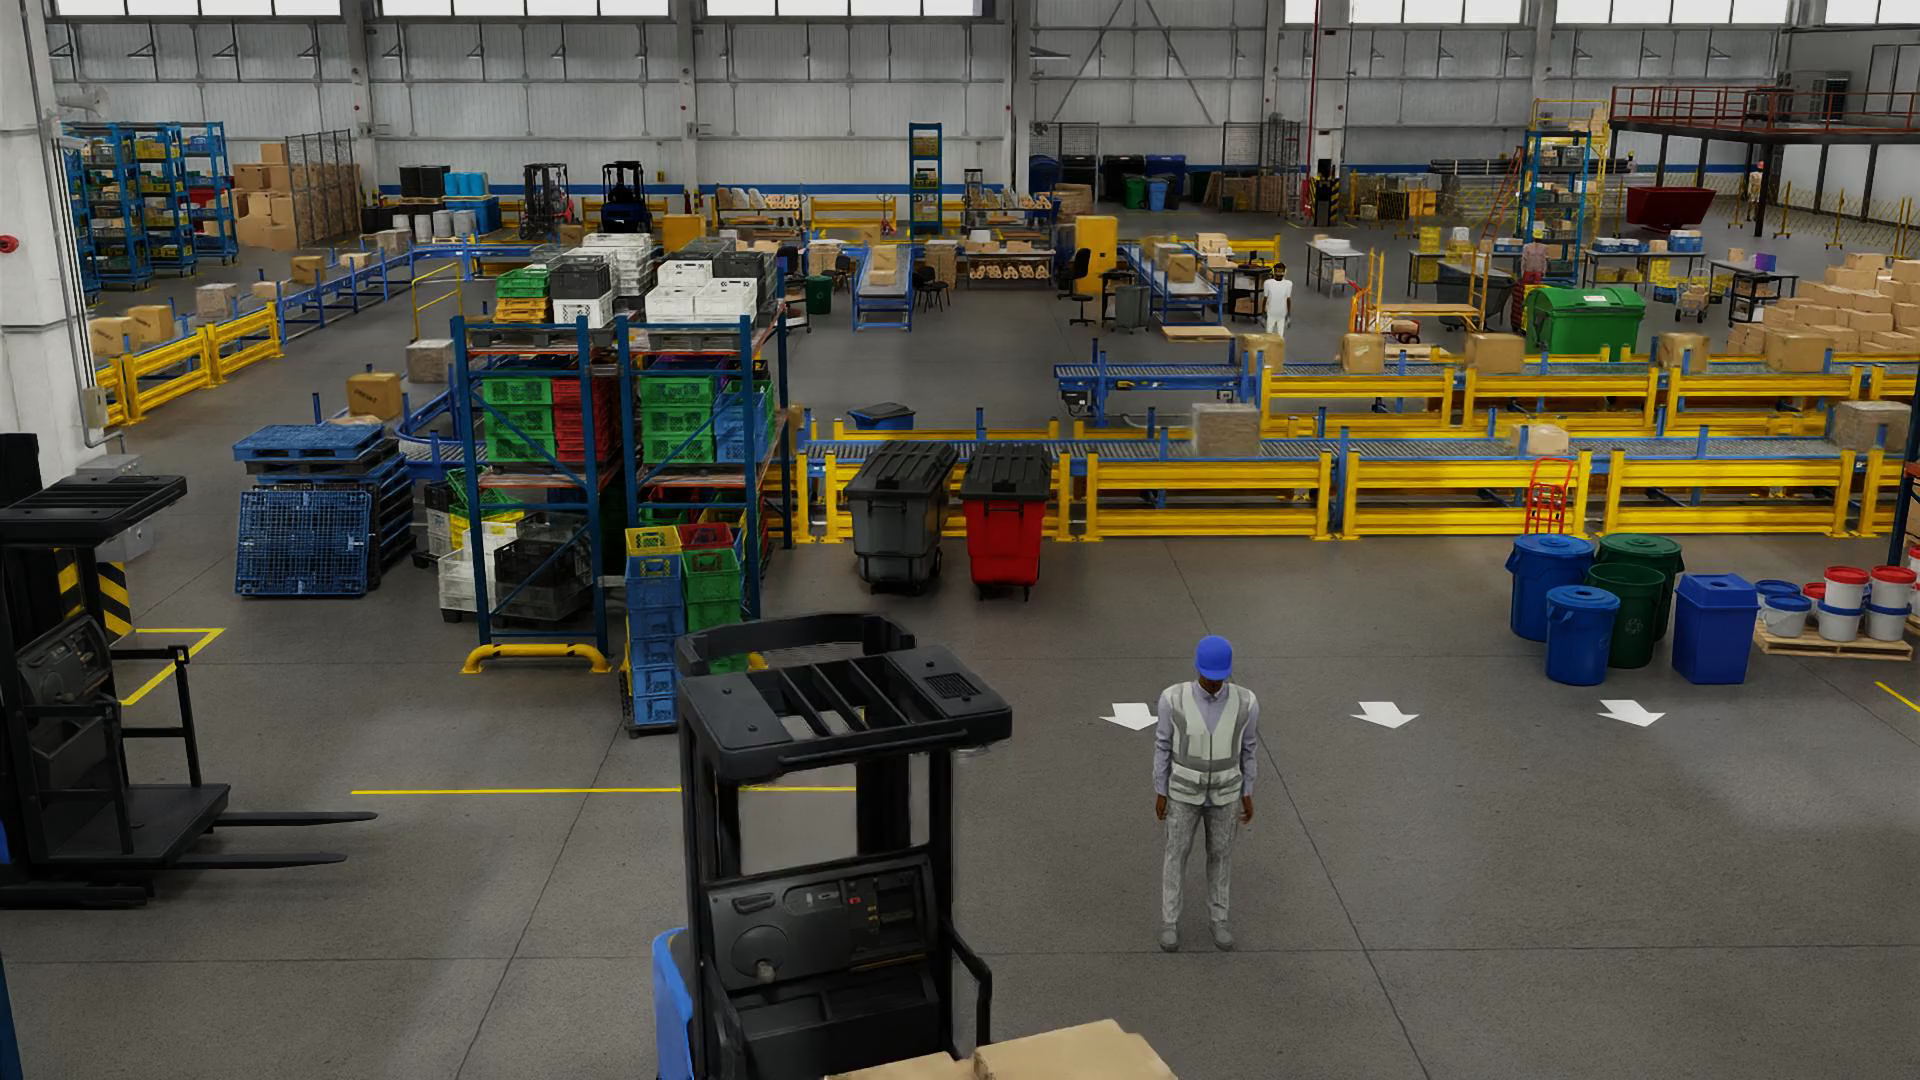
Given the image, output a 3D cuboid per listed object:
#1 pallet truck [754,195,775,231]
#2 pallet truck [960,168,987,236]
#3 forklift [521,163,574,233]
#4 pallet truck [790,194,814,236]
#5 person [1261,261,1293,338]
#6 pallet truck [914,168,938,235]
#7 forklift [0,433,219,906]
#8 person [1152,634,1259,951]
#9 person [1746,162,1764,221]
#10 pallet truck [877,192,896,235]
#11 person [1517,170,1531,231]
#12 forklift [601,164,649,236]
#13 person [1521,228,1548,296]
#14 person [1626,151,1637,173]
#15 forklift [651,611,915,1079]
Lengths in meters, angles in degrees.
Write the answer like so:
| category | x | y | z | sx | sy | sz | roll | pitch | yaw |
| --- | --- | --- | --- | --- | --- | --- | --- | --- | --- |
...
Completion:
| category | x | y | z | sx | sy | sz | roll | pitch | yaw |
| --- | --- | --- | --- | --- | --- | --- | --- | --- | --- |
| pallet truck | -6.051 | -9.967 | 50.660 | 0.680 | 1.201 | 1.601 | 0 | 16 | -1 |
| pallet truck | 0.383 | -10.230 | 50.206 | 0.823 | 1.965 | 1.885 | -1 | 16 | -3 |
| forklift | -12.233 | -10.122 | 49.298 | 1.157 | 1.987 | 2.680 | 0 | 16 | -1 |
| pallet truck | -4.814 | -9.883 | 50.259 | 0.704 | 1.261 | 1.522 | -1 | 16 | -3 |
| person | 5.292 | -3.725 | 27.836 | 0.508 | 1.865 | 0.329 | 0 | 16 | -1 |
| pallet truck | -0.989 | -10.316 | 50.507 | 0.823 | 1.965 | 1.885 | 1 | 16 | 3 |
| forklift | -5.952 | 0.780 | 10.366 | 1.873 | 2.768 | 1.129 | 0 | 16 | -1 |
| person | 1.421 | 1.459 | 9.679 | 0.601 | 1.941 | 0.395 | 0 | 16 | -1 |
| person | 26.033 | -11.375 | 54.309 | 0.542 | 1.931 | 0.366 | 0 | 16 | -1 |
| pallet truck | -2.277 | -9.986 | 50.594 | 0.653 | 1.274 | 1.630 | 0 | 16 | -1 |
| person | 17.368 | -10.407 | 51.030 | 0.573 | 1.883 | 0.356 | 0 | 16 | -1 |
| forklift | -9.948 | -10.127 | 49.296 | 1.157 | 1.987 | 2.680 | -1 | 16 | -3 |
| person | 11.850 | -5.551 | 34.369 | 0.522 | 1.763 | 0.320 | 0 | 16 | -1 |
| person | 24.454 | -13.257 | 60.854 | 0.585 | 1.927 | 0.366 | 0 | 16 | -1 |
| forklift | -0.675 | 1.708 | 7.139 | 1.129 | 2.768 | 1.873 | -6 | 17 | -20 |
